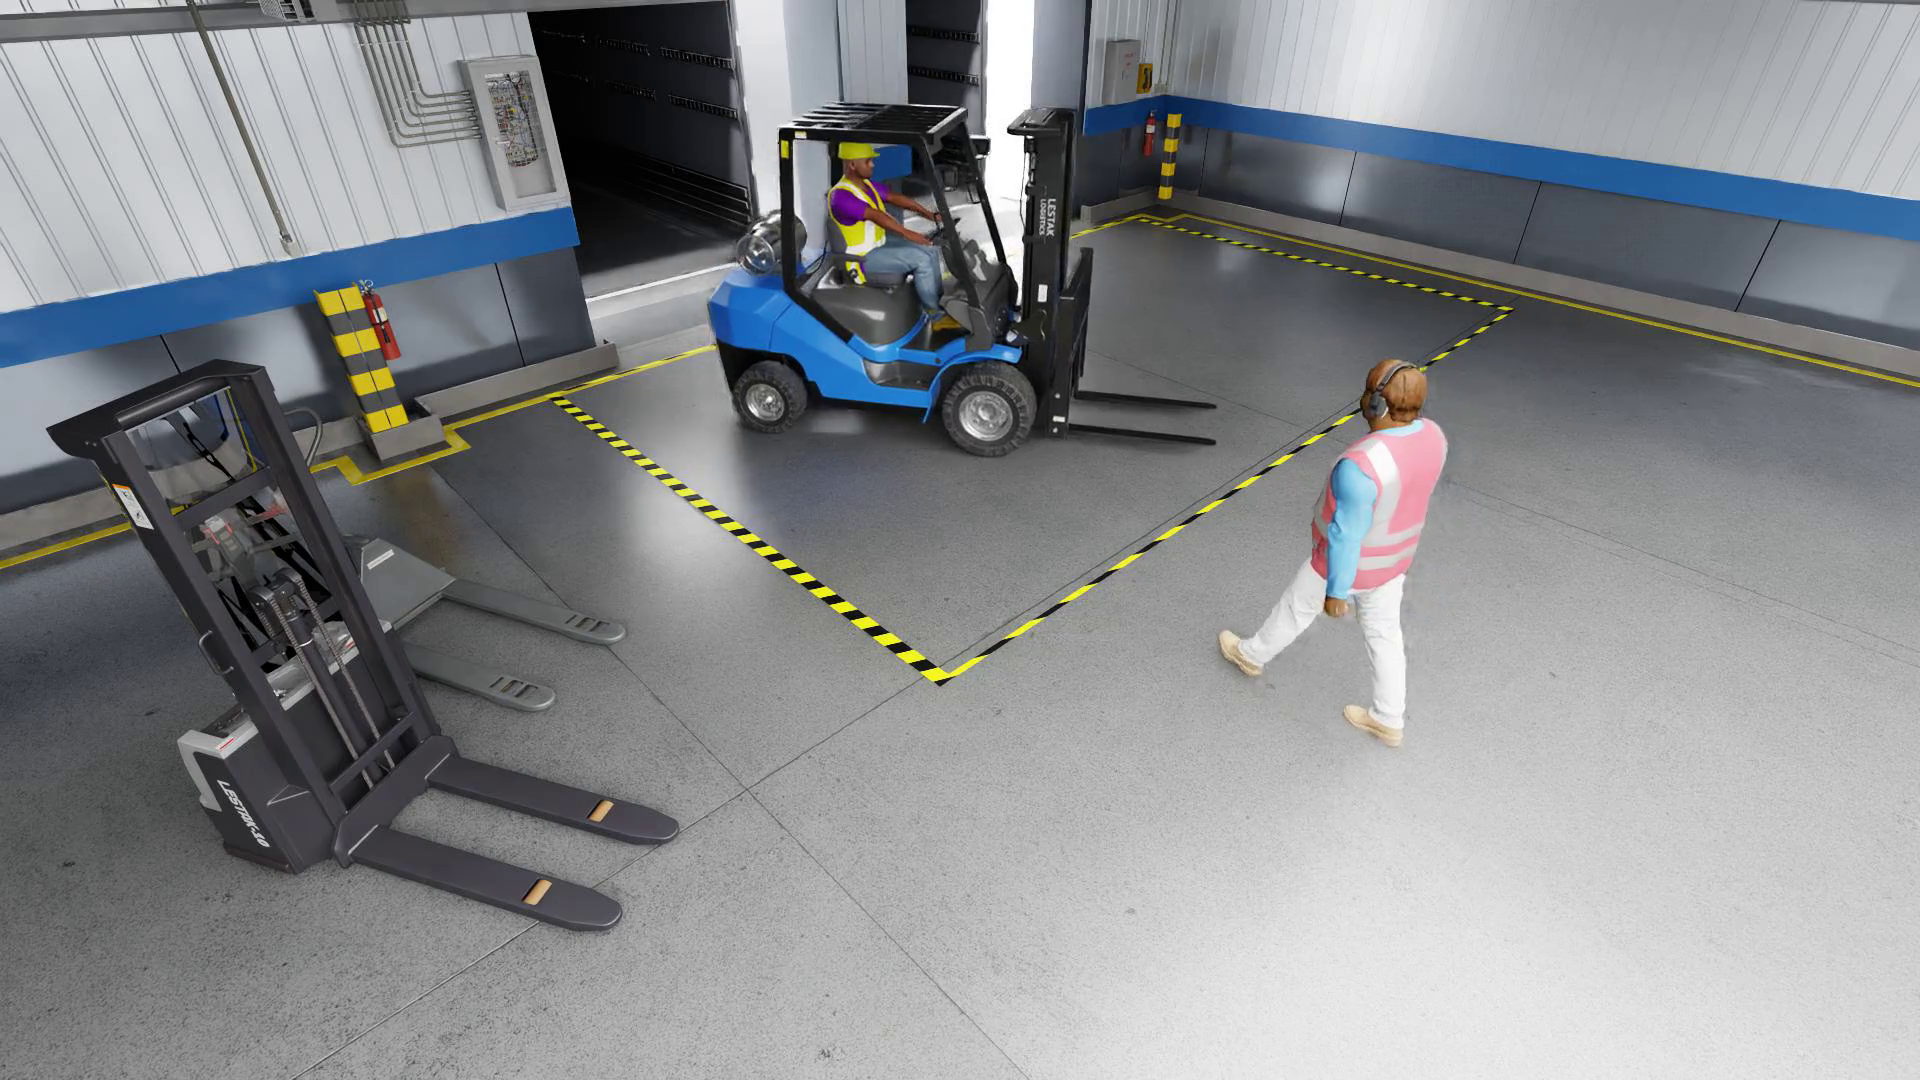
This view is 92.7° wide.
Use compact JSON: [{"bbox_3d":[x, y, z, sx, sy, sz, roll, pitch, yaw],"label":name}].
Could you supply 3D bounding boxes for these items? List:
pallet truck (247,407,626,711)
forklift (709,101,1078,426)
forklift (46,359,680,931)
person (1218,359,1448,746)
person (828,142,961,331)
[{"bbox_3d":[-2.628,0.038,4.590,1.601,1.201,0.680,12,36,18],"label":"pallet truck"},{"bbox_3d":[-0.447,-2.004,6.604,2.680,2.036,1.157,8,35,11],"label":"forklift"},{"bbox_3d":[-2.135,0.422,3.354,1.885,1.965,0.823,10,35,14],"label":"forklift"},{"bbox_3d":[1.736,0.038,4.107,0.629,1.782,0.988,-20,39,-26],"label":"person"},{"bbox_3d":[-0.391,-2.147,6.482,1.004,1.294,0.635,8,35,11],"label":"person"}]
